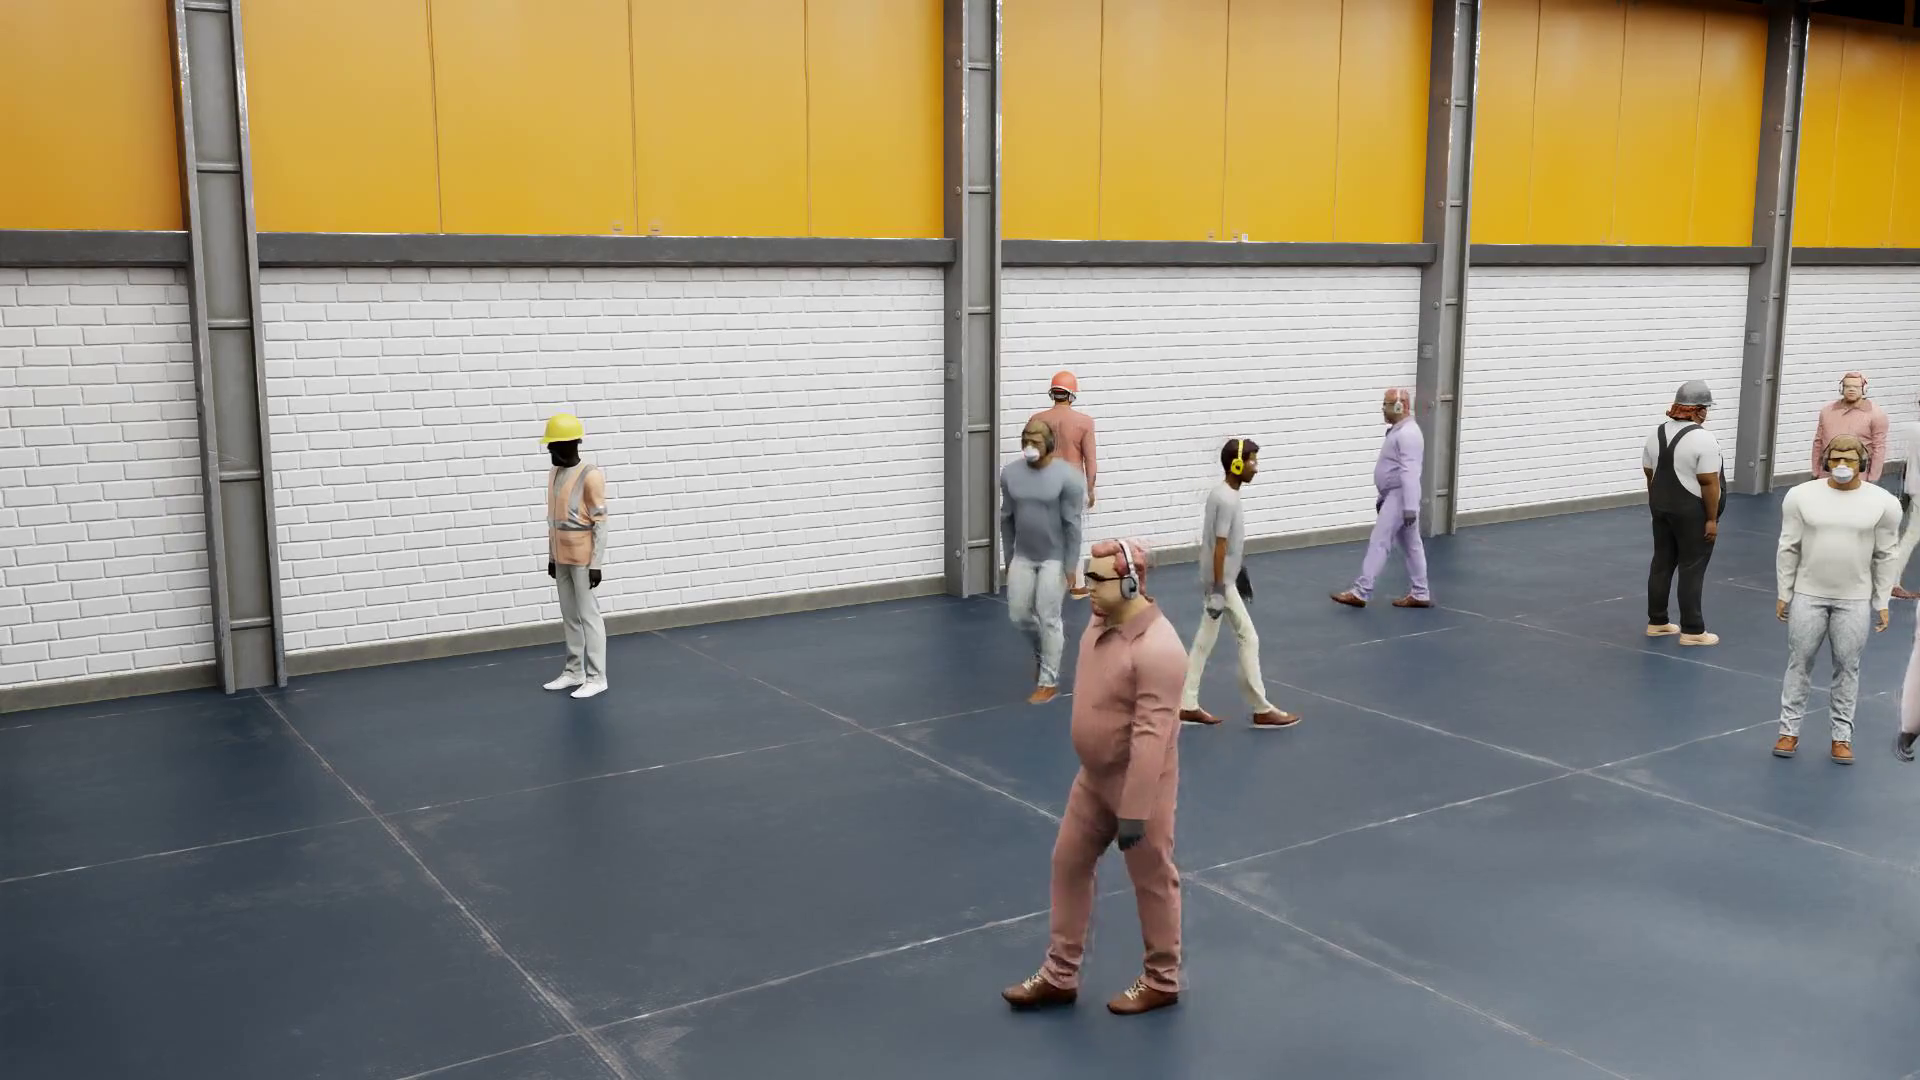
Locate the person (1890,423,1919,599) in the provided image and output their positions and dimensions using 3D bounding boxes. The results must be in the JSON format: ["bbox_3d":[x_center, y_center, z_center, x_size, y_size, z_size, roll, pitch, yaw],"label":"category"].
[{"bbox_3d":[8.493,-0.376,14.407,0.894,1.832,0.524,2,10,11],"label":"person"}]

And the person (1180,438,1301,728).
[{"bbox_3d":[1.772,0.278,10.453,0.874,1.827,0.551,1,9,3],"label":"person"}]

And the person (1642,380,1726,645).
[{"bbox_3d":[5.630,-0.222,12.846,0.538,2.000,0.683,-4,10,-20],"label":"person"}]

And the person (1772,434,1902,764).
[{"bbox_3d":[5.121,0.341,9.756,0.627,1.940,0.376,5,11,29],"label":"person"}]

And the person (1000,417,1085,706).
[{"bbox_3d":[0.562,0.130,11.102,0.640,1.926,0.526,5,11,30],"label":"person"}]

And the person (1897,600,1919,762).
[{"bbox_3d":[4.446,0.819,7.071,0.738,1.870,0.720,-7,12,-35],"label":"person"}]

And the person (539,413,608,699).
[{"bbox_3d":[-2.612,0.105,11.223,0.595,1.923,0.371,9,13,44],"label":"person"}]

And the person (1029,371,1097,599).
[{"bbox_3d":[0.891,-0.478,14.524,0.617,1.993,0.396,3,10,15],"label":"person"}]

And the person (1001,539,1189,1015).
[{"bbox_3d":[0.513,0.933,6.352,0.811,1.877,0.680,-4,10,-22],"label":"person"}]

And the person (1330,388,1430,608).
[{"bbox_3d":[3.583,-0.343,14.070,0.914,1.865,0.681,2,10,13],"label":"person"}]

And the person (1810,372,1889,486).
[{"bbox_3d":[8.331,-0.627,15.675,0.409,1.911,0.651,-7,12,-36],"label":"person"}]
